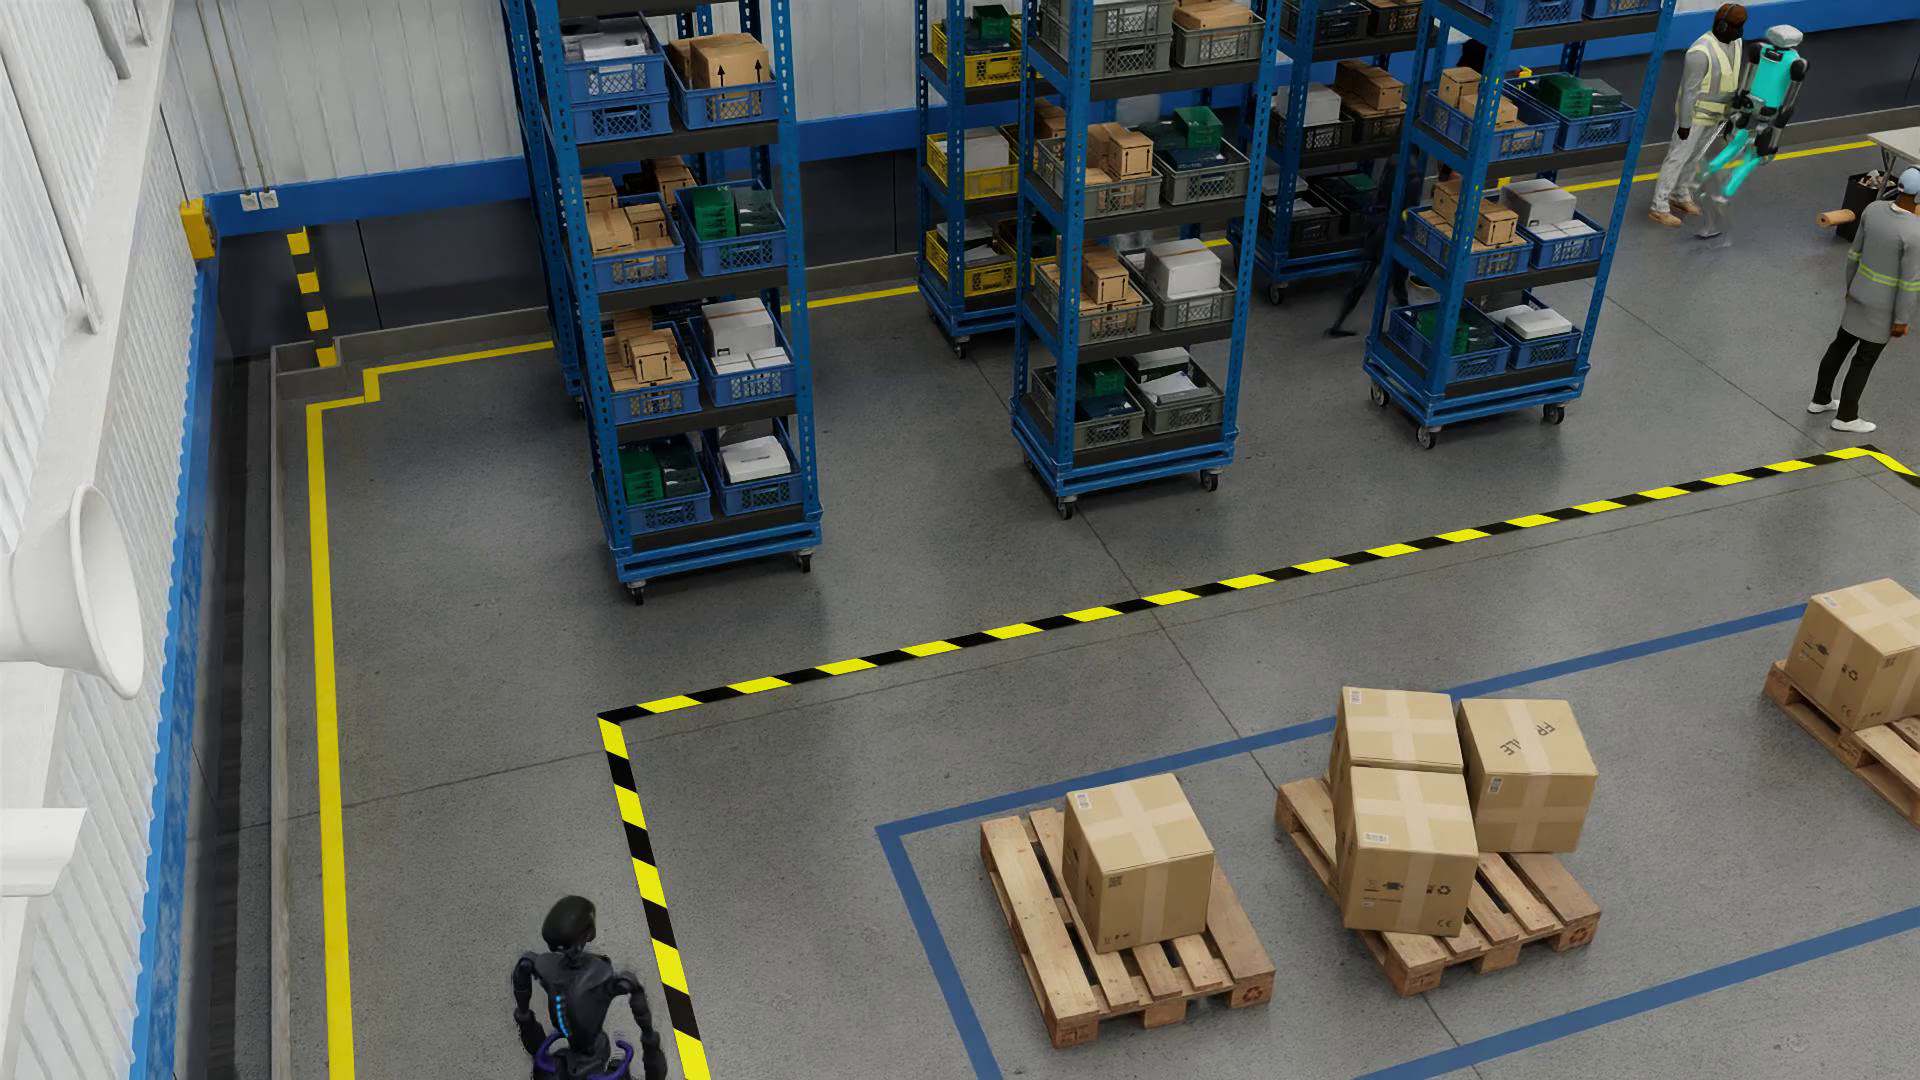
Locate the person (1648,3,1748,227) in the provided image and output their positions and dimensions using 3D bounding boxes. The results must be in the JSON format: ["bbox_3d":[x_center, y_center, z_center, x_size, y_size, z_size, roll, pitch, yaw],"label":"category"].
[{"bbox_3d":[6.094,-3.493,13.655,0.621,1.835,0.431,-26,43,-32],"label":"person"}]

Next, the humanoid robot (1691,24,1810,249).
[{"bbox_3d":[6.196,-3.171,13.288,0.667,1.812,0.537,-15,38,-20],"label":"humanoid robot"}]

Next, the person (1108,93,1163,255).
[{"bbox_3d":[1.279,-2.733,12.485,0.374,1.937,0.632,21,40,27],"label":"person"}]

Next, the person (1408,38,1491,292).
[{"bbox_3d":[3.771,-2.835,12.604,0.368,1.966,0.605,24,42,30],"label":"person"}]

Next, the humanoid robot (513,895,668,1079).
[{"bbox_3d":[-1.338,1.991,6.015,0.609,1.647,0.456,9,36,13],"label":"humanoid robot"}]

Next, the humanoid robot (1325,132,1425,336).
[{"bbox_3d":[3.116,-2.206,12.006,0.787,1.625,0.611,-7,36,-10],"label":"humanoid robot"}]

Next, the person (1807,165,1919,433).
[{"bbox_3d":[6.030,-1.581,10.923,0.366,1.852,0.589,-8,36,-11],"label":"person"}]
